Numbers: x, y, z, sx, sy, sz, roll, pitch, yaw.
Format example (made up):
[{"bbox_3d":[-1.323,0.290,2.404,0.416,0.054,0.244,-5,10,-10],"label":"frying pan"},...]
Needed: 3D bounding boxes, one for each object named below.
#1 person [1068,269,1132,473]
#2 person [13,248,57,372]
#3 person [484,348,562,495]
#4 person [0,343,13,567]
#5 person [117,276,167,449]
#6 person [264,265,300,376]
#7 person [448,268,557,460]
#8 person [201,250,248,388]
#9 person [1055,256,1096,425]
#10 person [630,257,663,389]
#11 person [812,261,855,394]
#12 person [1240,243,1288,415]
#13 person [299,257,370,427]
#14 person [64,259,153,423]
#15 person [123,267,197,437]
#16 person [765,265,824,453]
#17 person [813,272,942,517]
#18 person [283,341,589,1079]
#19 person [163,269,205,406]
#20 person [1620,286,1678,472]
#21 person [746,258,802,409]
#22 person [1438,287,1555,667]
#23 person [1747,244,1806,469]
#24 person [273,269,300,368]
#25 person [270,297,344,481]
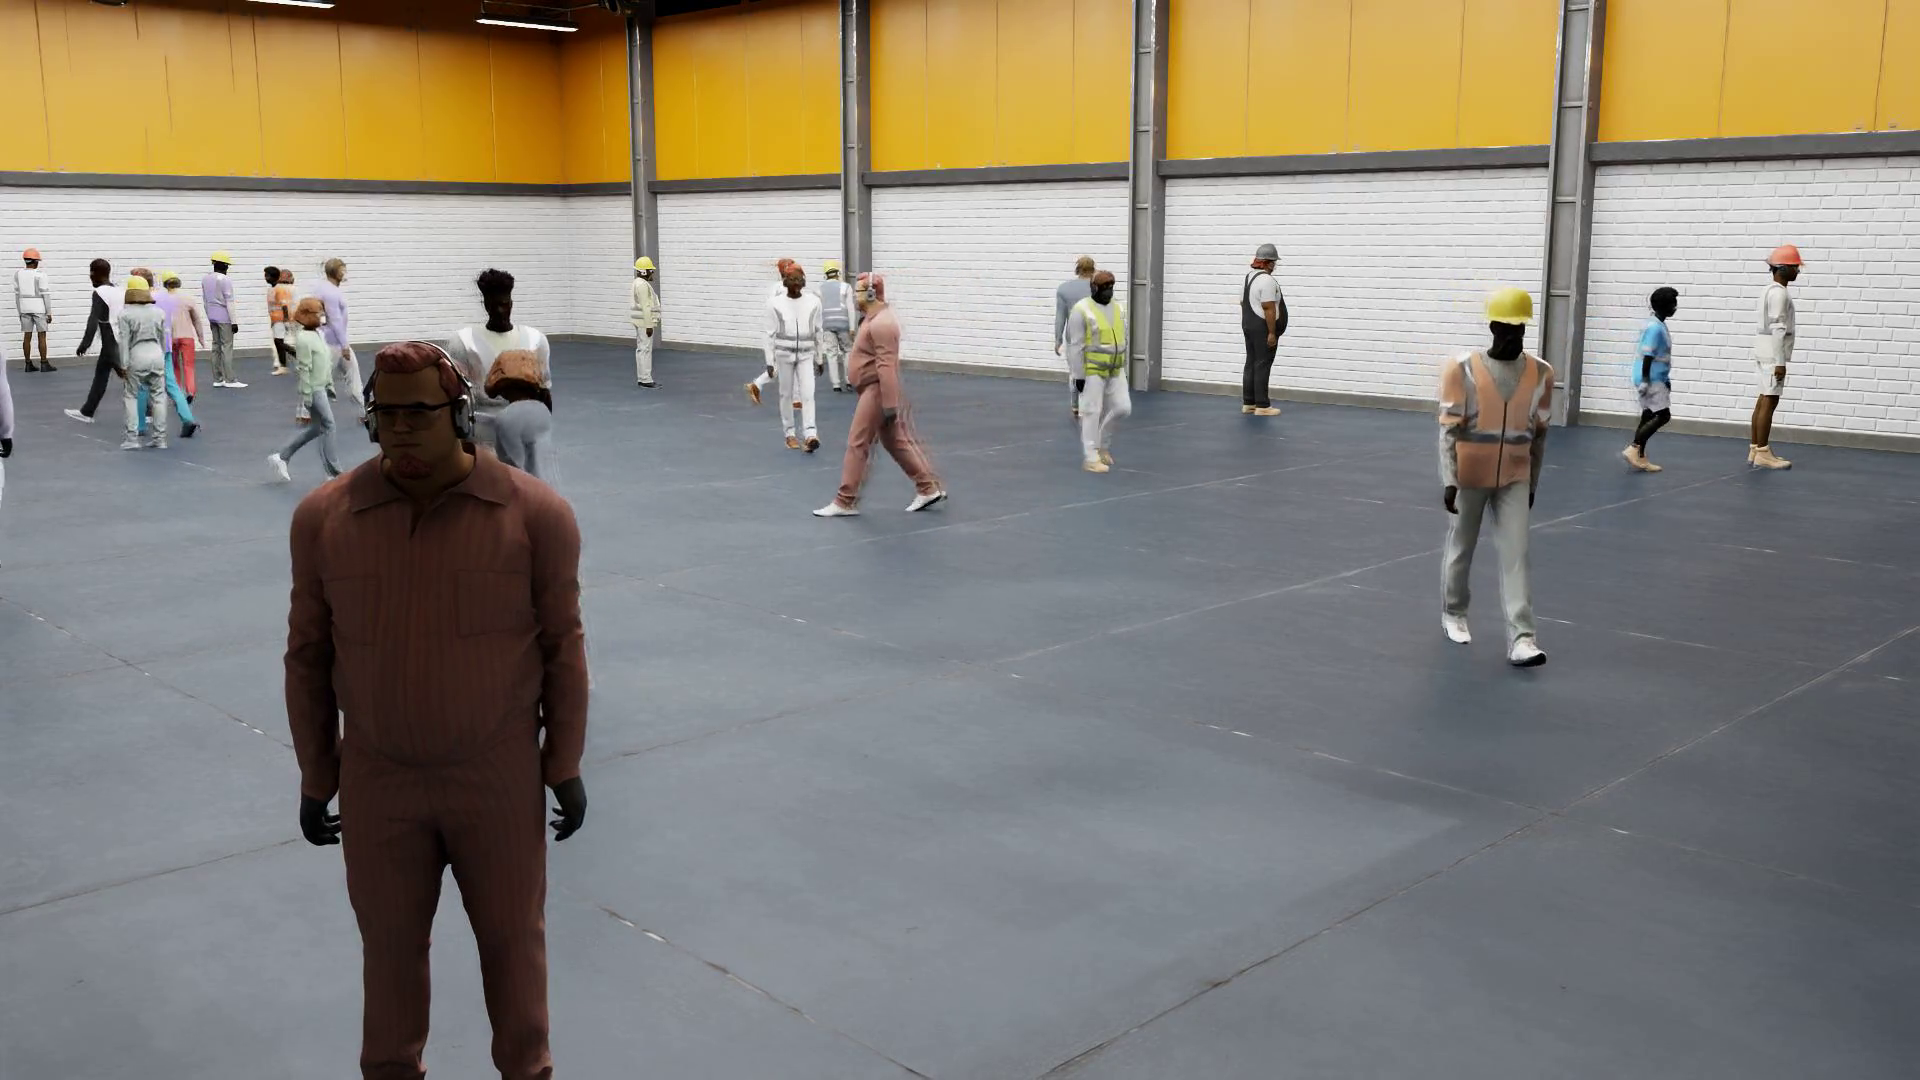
[{"bbox_3d":[1.273,-1.514,14.980,0.657,1.827,0.452,-7,13,-34],"label":"person"},{"bbox_3d":[-14.476,-3.590,26.036,0.541,1.929,0.383,0,10,1],"label":"person"},{"bbox_3d":[-2.016,-0.103,7.894,0.458,1.598,0.519,3,11,15],"label":"person"},{"bbox_3d":[-6.275,-0.668,10.412,0.630,1.818,0.495,-5,11,-24],"label":"person"},{"bbox_3d":[-8.154,-1.759,16.587,0.378,1.732,0.515,10,14,43],"label":"person"},{"bbox_3d":[-10.278,-3.325,25.246,0.445,1.678,0.561,-8,13,-37],"label":"person"},{"bbox_3d":[-2.768,-0.663,10.024,0.623,1.943,0.611,-6,12,-29],"label":"person"},{"bbox_3d":[-10.329,-3.085,23.304,0.585,1.917,0.382,6,12,30],"label":"person"},{"bbox_3d":[1.429,-2.282,18.990,0.659,1.884,1.012,2,11,8],"label":"person"},{"bbox_3d":[-4.371,-3.017,23.166,0.404,1.833,0.590,-4,11,-21],"label":"person"},{"bbox_3d":[-1.701,-2.883,22.575,0.599,1.785,0.620,1,10,6],"label":"person"},{"bbox_3d":[3.647,-2.516,19.862,0.536,2.000,0.688,-3,11,-15],"label":"person"},{"bbox_3d":[-6.907,-2.183,18.472,1.020,1.883,0.652,-2,11,-12],"label":"person"},{"bbox_3d":[-9.688,-2.239,18.850,1.021,1.857,0.587,-2,11,-9],"label":"person"},{"bbox_3d":[-8.503,-1.979,17.584,0.926,1.808,0.571,6,12,31],"label":"person"},{"bbox_3d":[-1.610,-1.769,16.339,0.605,1.832,0.983,-3,11,-15],"label":"person"},{"bbox_3d":[-0.603,-1.108,12.688,0.988,1.865,0.663,-1,10,-6],"label":"person"},{"bbox_3d":[-1.162,0.512,3.717,0.654,1.906,0.408,-1,10,-7],"label":"person"},{"bbox_3d":[-9.618,-2.472,20.508,0.560,1.727,0.815,-5,11,-25],"label":"person"},{"bbox_3d":[6.213,-1.427,14.896,0.366,1.680,0.548,4,11,23],"label":"person"},{"bbox_3d":[-2.207,-2.513,20.346,0.740,1.862,0.585,-3,11,-15],"label":"person"},{"bbox_3d":[2.700,-0.328,8.395,0.594,1.873,1.004,0,10,1],"label":"person"},{"bbox_3d":[7.501,-1.678,15.282,0.366,2.047,0.608,3,11,16],"label":"person"},{"bbox_3d":[-10.888,-3.580,26.898,0.514,1.587,0.850,2,11,9],"label":"person"},{"bbox_3d":[-5.560,-1.269,14.221,0.710,1.611,0.500,-2,11,-9],"label":"person"}]
